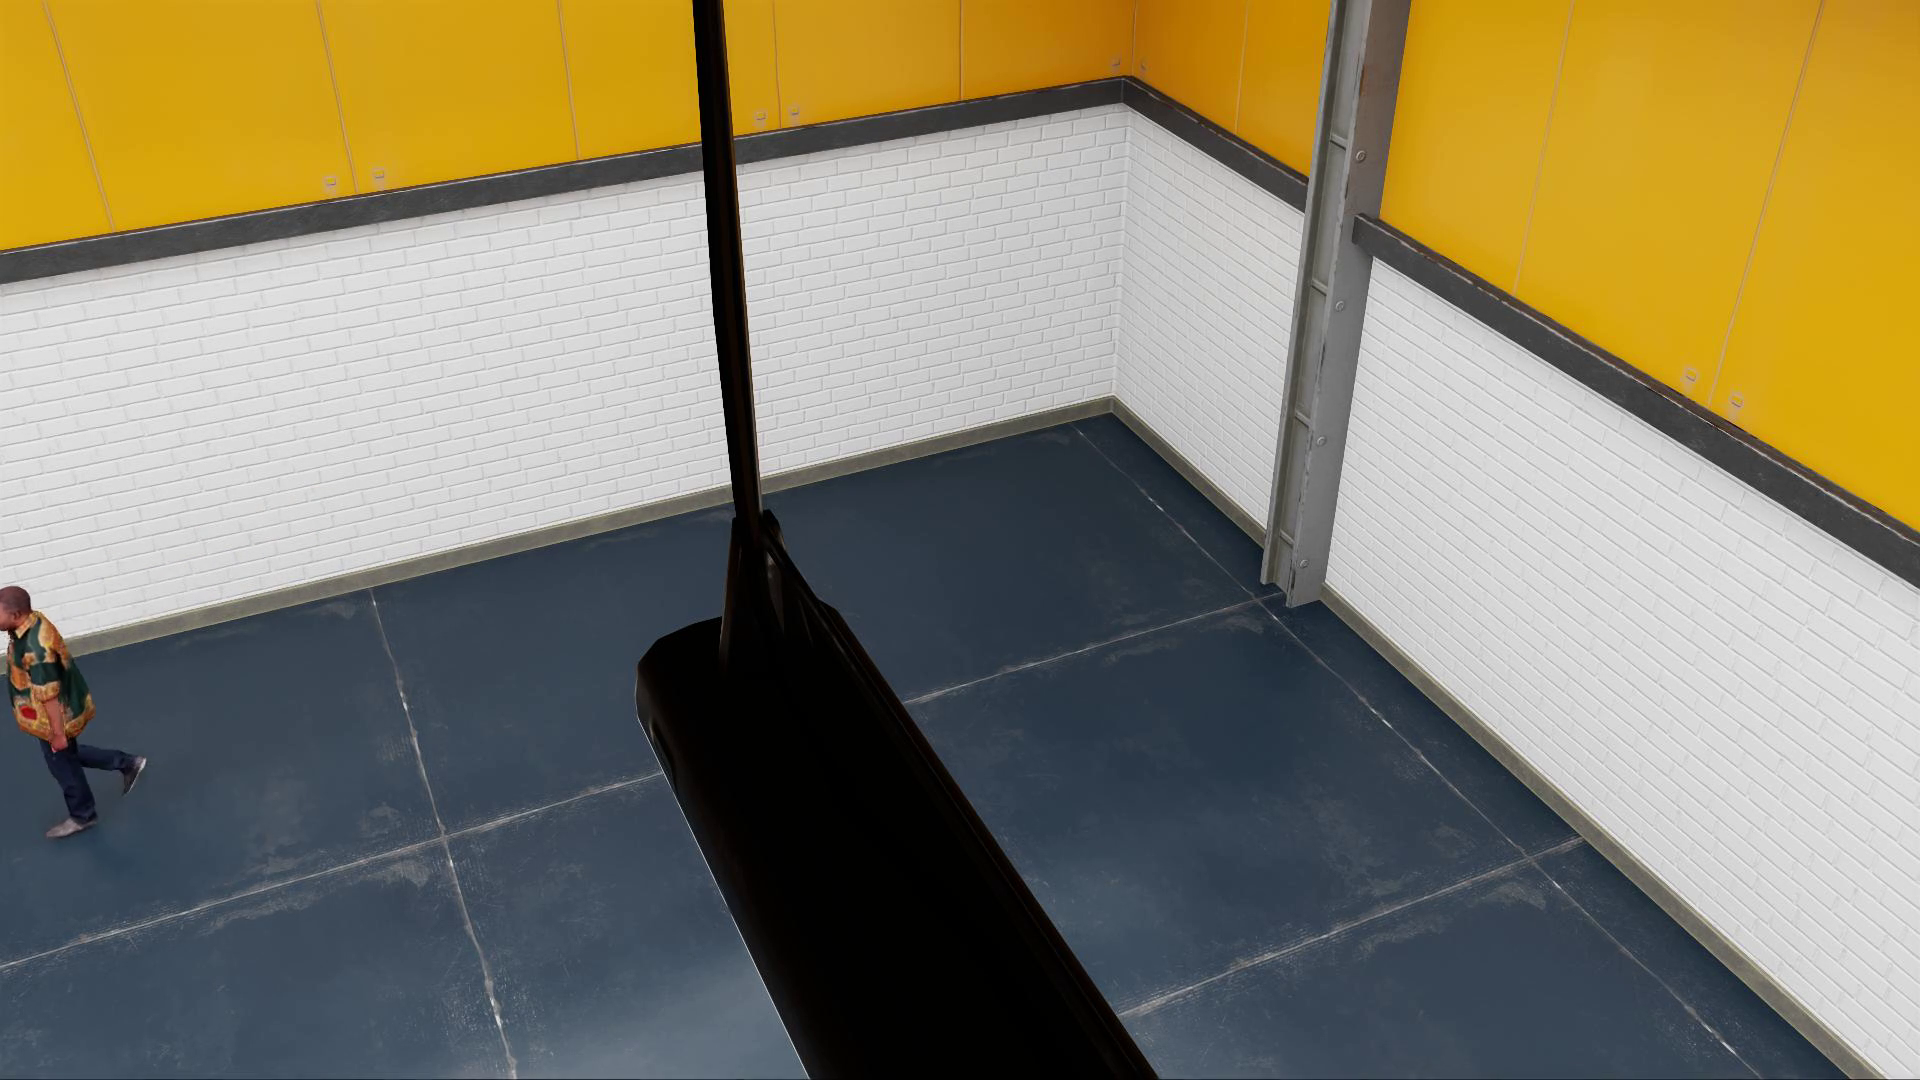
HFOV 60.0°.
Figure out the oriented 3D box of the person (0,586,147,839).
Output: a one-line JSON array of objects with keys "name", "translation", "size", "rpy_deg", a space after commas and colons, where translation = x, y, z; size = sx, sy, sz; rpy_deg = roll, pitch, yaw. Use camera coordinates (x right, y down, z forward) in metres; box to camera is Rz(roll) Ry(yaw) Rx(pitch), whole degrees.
[{"name": "person", "translation": [-5.375, 0.998, 10.008], "size": [0.860, 1.796, 0.910], "rpy_deg": [-23, 40, -30]}]
